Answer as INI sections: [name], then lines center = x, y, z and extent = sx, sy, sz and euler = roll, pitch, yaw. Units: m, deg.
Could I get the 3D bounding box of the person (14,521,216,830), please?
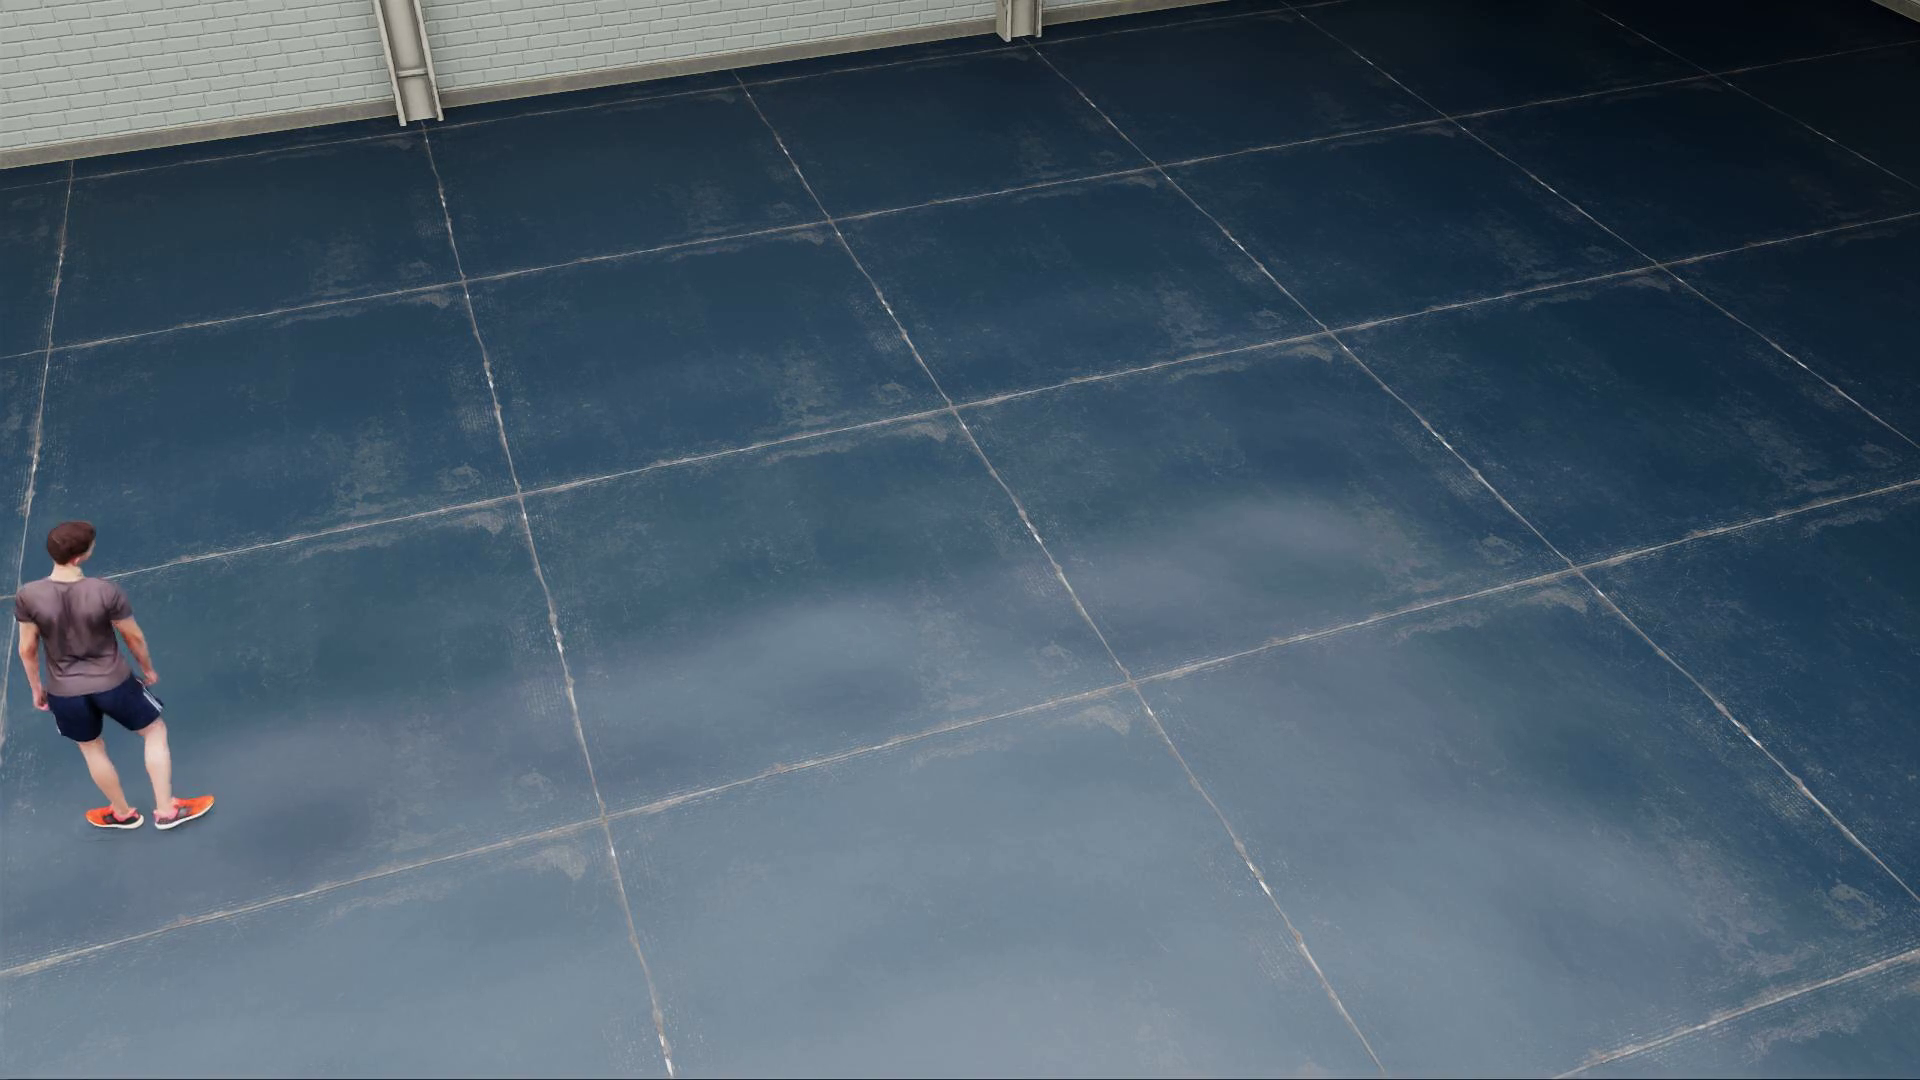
[person]
center = -4.245, 0.728, 8.049
extent = 0.505, 1.827, 0.842
euler = -24, 44, -28
